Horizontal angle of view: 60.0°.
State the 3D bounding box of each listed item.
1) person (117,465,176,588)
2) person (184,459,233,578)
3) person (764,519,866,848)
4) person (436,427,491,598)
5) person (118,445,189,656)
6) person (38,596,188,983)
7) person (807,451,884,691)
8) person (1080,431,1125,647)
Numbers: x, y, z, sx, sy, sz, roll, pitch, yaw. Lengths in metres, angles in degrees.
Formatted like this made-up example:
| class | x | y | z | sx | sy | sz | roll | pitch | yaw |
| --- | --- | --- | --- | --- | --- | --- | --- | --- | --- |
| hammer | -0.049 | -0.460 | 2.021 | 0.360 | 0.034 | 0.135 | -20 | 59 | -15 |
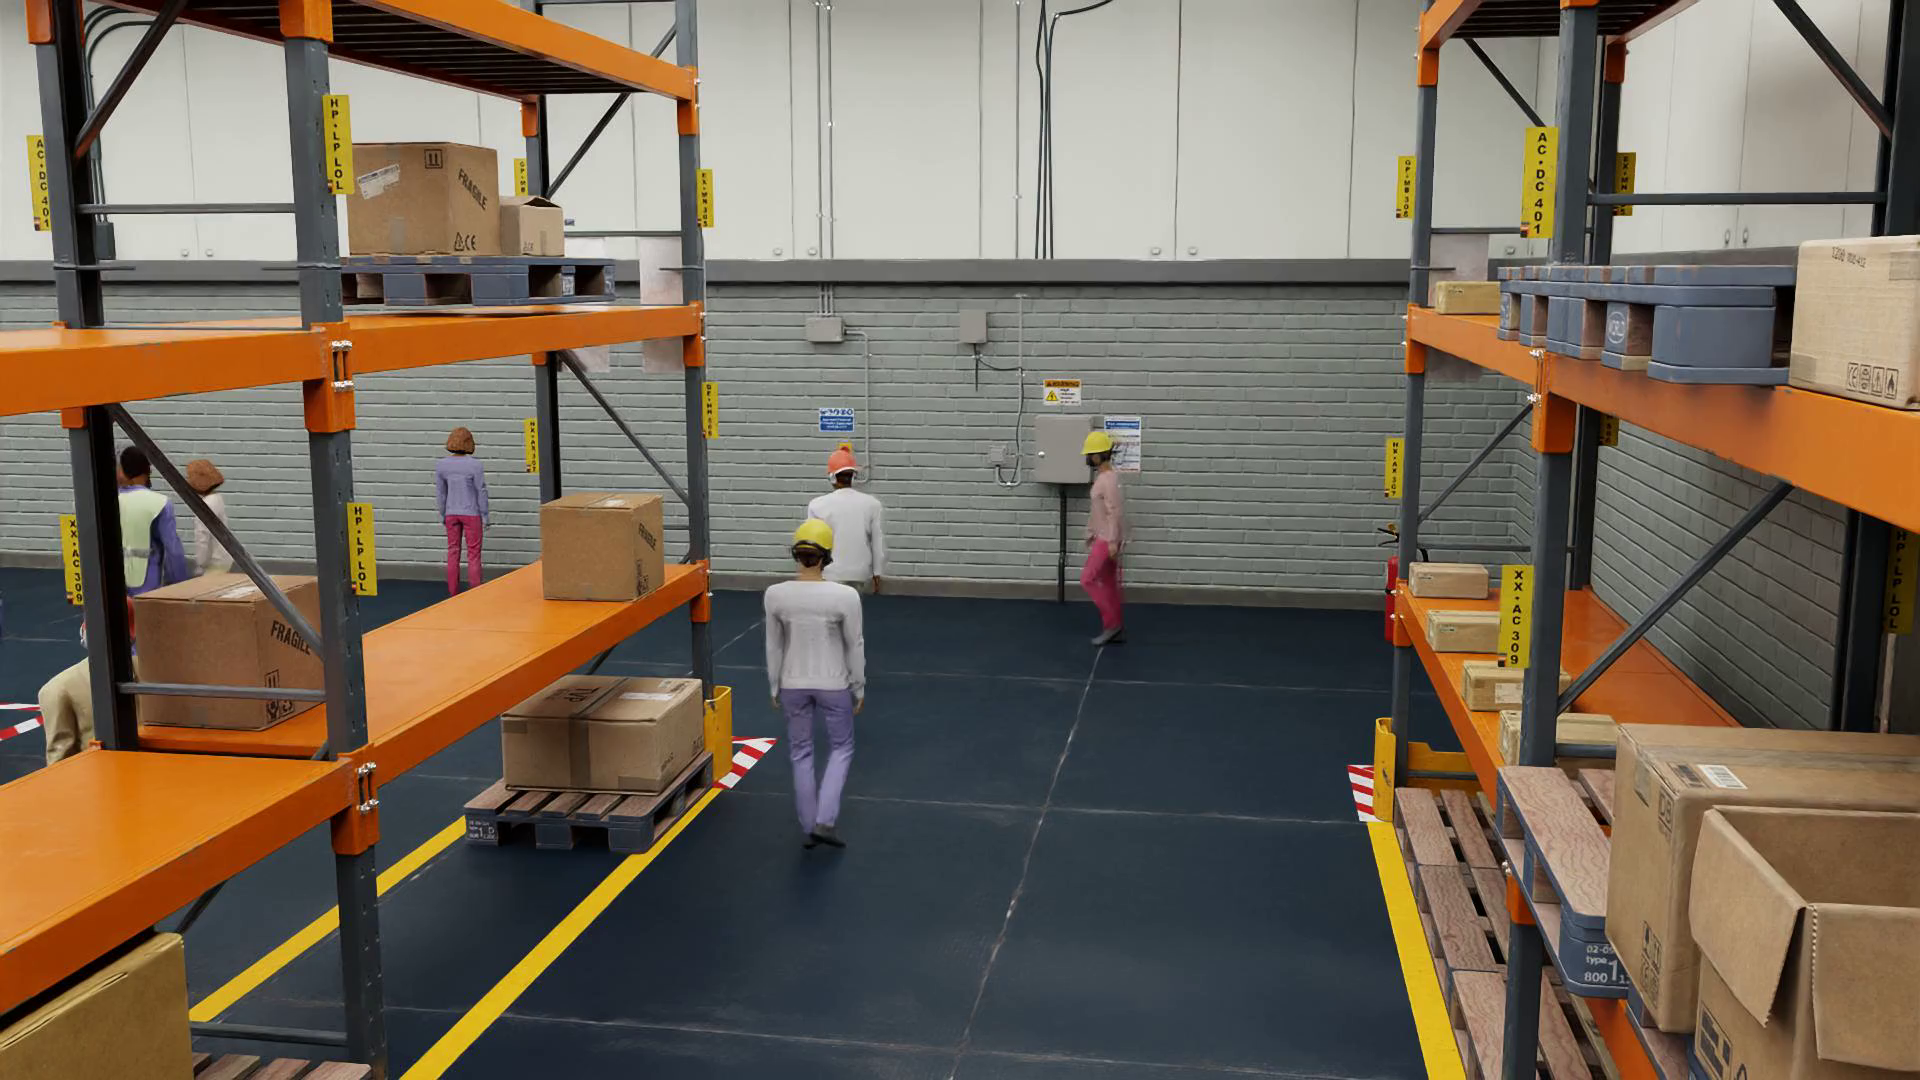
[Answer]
| class | x | y | z | sx | sy | sz | roll | pitch | yaw |
| --- | --- | --- | --- | --- | --- | --- | --- | --- | --- |
| person | -6.043 | 0.244 | 12.237 | 0.523 | 1.636 | 0.311 | -1 | 9 | -5 |
| person | -5.661 | 0.197 | 12.560 | 0.330 | 1.626 | 0.522 | -4 | 10 | -22 |
| person | -0.753 | 0.766 | 8.655 | 0.529 | 1.760 | 0.405 | 1 | 9 | 8 |
| person | -4.472 | -0.205 | 15.007 | 0.499 | 1.634 | 0.279 | 3 | 10 | 15 |
| person | -5.539 | 0.299 | 11.226 | 0.591 | 1.861 | 0.944 | 3 | 10 | 20 |
| person | -3.460 | 1.059 | 6.858 | 0.339 | 1.748 | 0.564 | 5 | 10 | 26 |
| person | -0.888 | 0.208 | 12.159 | 0.572 | 1.723 | 0.718 | -5 | 10 | -28 |
| person | 1.158 | -0.005 | 13.425 | 0.401 | 1.746 | 0.521 | 1 | 9 | 4 |
